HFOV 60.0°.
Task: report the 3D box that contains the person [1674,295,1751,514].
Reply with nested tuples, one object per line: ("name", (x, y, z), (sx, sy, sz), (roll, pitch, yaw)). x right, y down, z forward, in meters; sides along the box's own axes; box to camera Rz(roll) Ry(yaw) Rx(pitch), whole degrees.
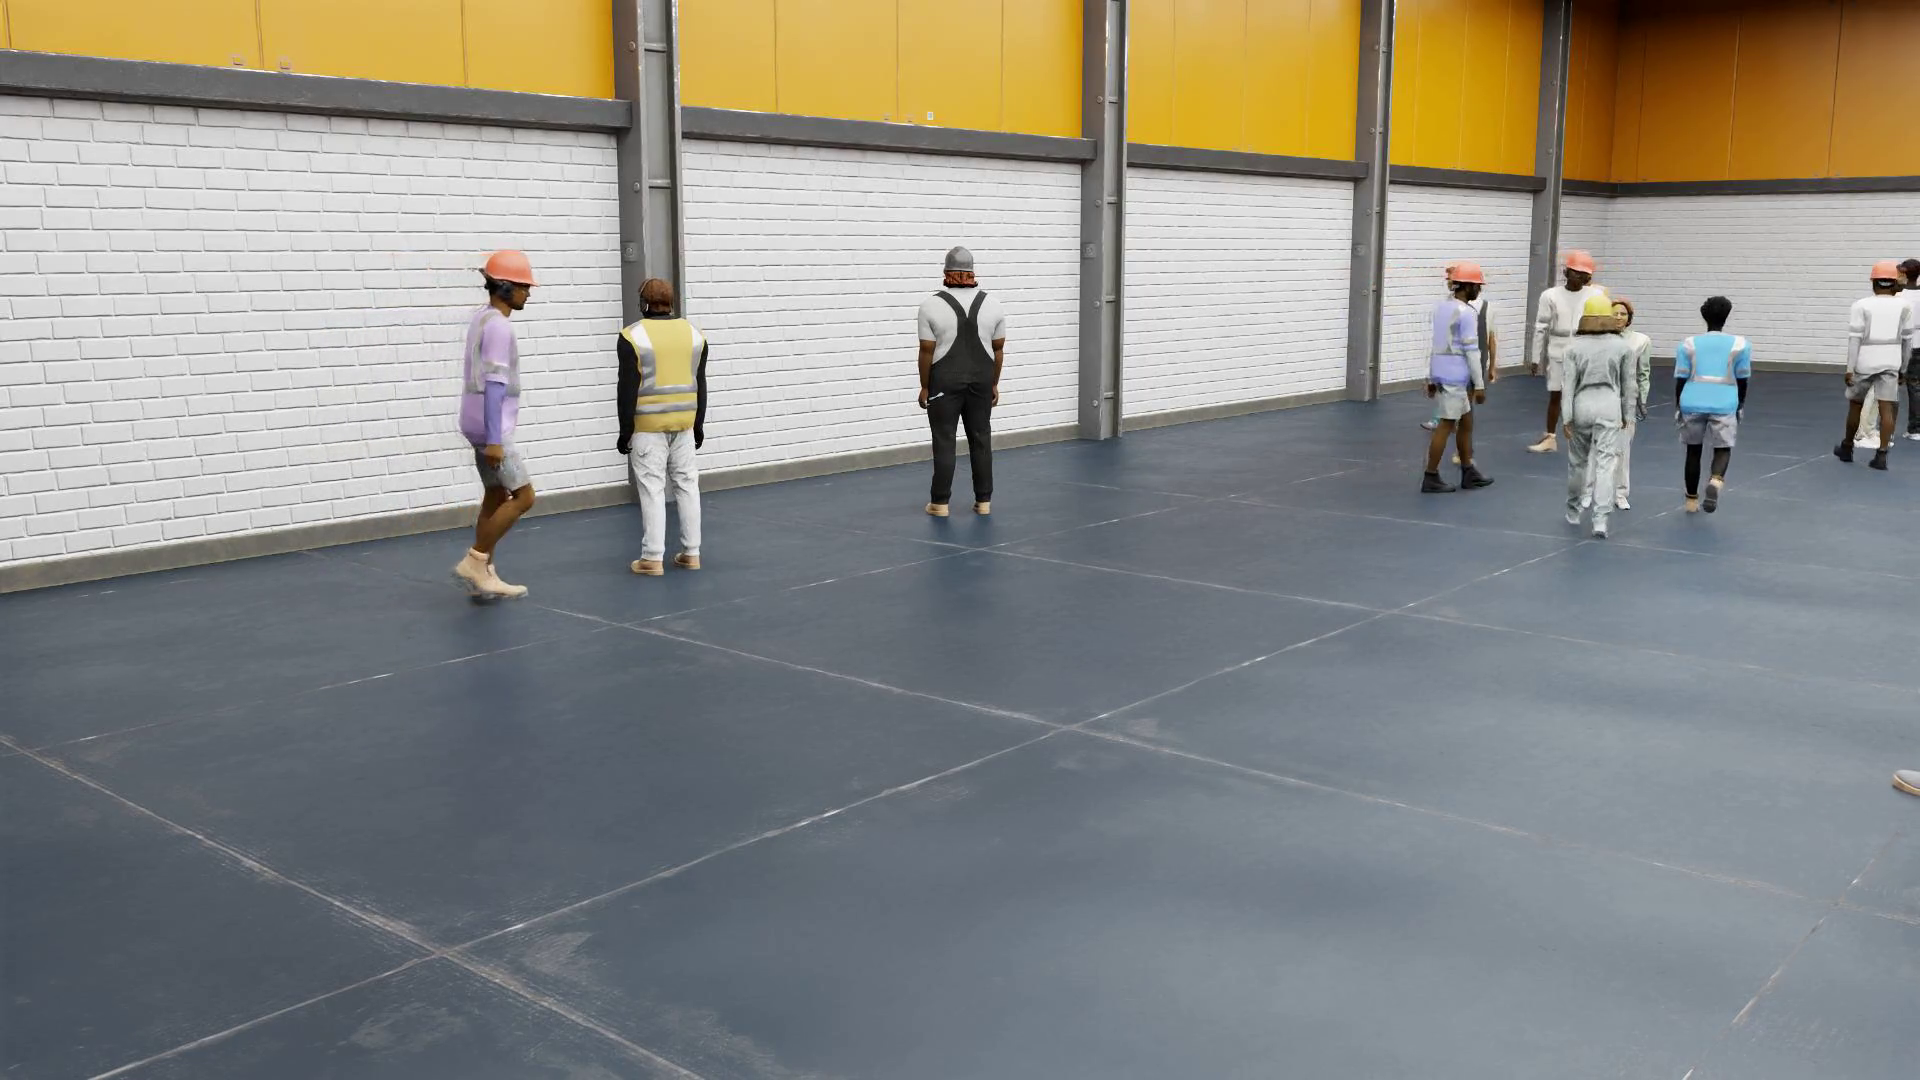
("person", (5.606, -0.986, 12.444), (0.531, 1.678, 0.599), (5, 11, 28))

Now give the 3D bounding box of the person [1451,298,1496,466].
("person", (4.671, -1.600, 15.488), (0.552, 1.827, 0.593), (-3, 11, -19))

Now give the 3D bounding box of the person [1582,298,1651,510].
("person", (5.072, -1.054, 12.920), (0.513, 1.641, 0.309), (3, 10, 16))

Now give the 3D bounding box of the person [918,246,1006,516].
("person", (-0.022, -1.204, 12.634), (0.683, 2.000, 0.537), (-3, 10, -18))

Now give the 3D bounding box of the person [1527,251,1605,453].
("person", (5.877, -1.782, 16.103), (0.655, 1.998, 0.724), (3, 10, 17))

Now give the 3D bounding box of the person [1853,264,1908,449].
("person", (9.348, -1.851, 16.856), (0.507, 1.861, 0.329), (-9, 13, -42))

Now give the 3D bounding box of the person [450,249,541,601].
("person", (-2.591, -0.628, 9.428), (0.495, 2.016, 0.664), (-4, 11, -20))

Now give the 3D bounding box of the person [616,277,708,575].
("person", (-1.866, -0.705, 10.360), (0.633, 1.841, 0.429), (-9, 13, -41))

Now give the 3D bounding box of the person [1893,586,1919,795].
("person", (3.728, 0.024, 6.088), (0.582, 1.882, 0.338), (-7, 12, -34))

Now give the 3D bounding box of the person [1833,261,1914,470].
("person", (8.501, -1.630, 15.473), (0.570, 1.894, 0.932), (2, 10, 12))

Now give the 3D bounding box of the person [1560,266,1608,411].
("person", (7.824, -2.575, 20.834), (0.550, 1.911, 0.828), (7, 12, 36))

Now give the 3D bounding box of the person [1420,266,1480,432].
("person", (5.328, -2.069, 18.174), (0.763, 1.816, 0.596), (-2, 10, -13))

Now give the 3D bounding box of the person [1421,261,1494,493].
("person", (4.201, -1.333, 13.744), (0.831, 1.903, 0.584), (-2, 10, -9))

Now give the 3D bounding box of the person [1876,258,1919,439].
("person", (10.023, -2.017, 17.622), (0.594, 1.920, 0.387), (-1, 10, -5))

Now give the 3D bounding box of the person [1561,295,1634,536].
("person", (4.537, -0.896, 11.873), (0.489, 1.696, 0.916), (3, 10, 17))
